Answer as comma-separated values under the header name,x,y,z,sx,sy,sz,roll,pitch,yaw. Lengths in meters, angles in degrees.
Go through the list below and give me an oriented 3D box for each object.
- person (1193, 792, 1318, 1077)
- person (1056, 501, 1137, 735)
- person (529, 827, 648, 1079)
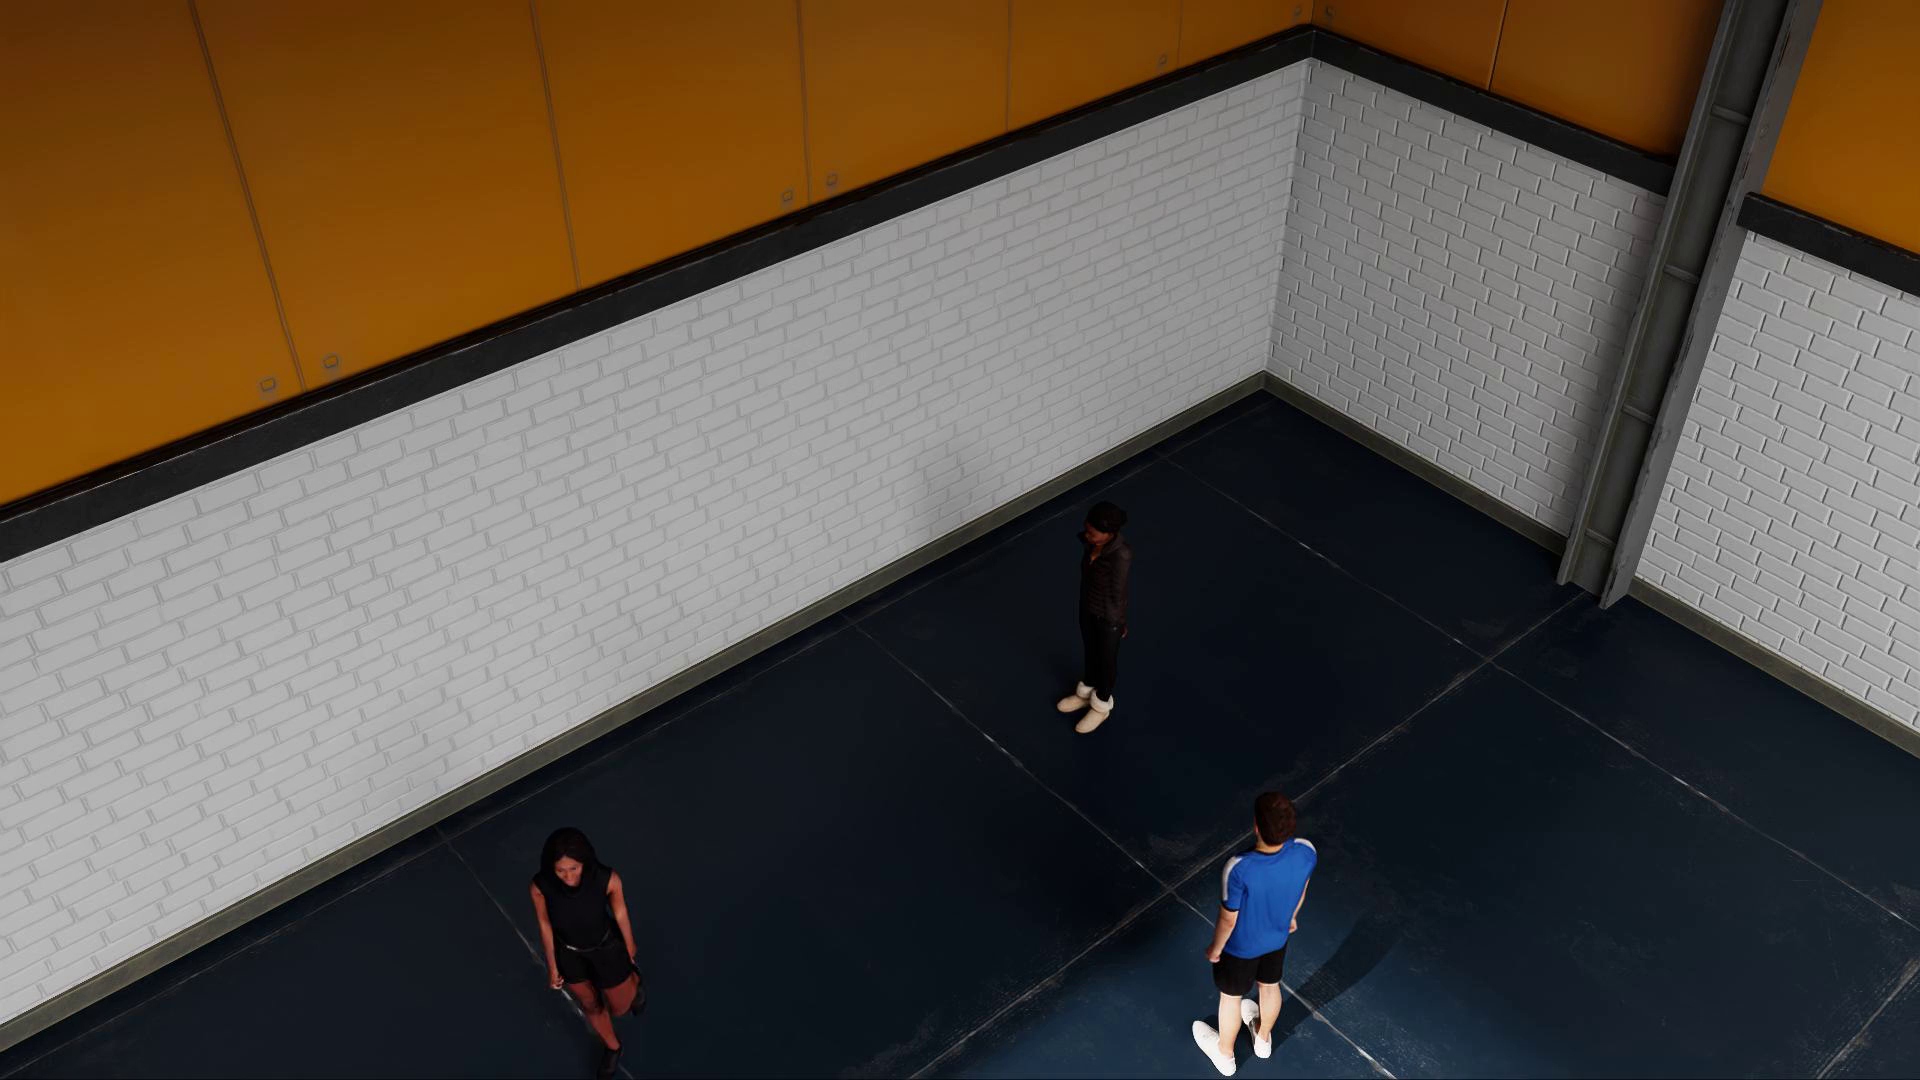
name,x,y,z,sx,sy,sz,roll,pitch,yaw
person,1.438,1.913,8.110,0.720,1.866,0.668,-16,41,-19
person,0.880,0.427,10.134,0.578,1.660,0.650,16,41,19
person,-1.805,1.956,8.169,0.833,1.724,0.910,-1,39,-1
